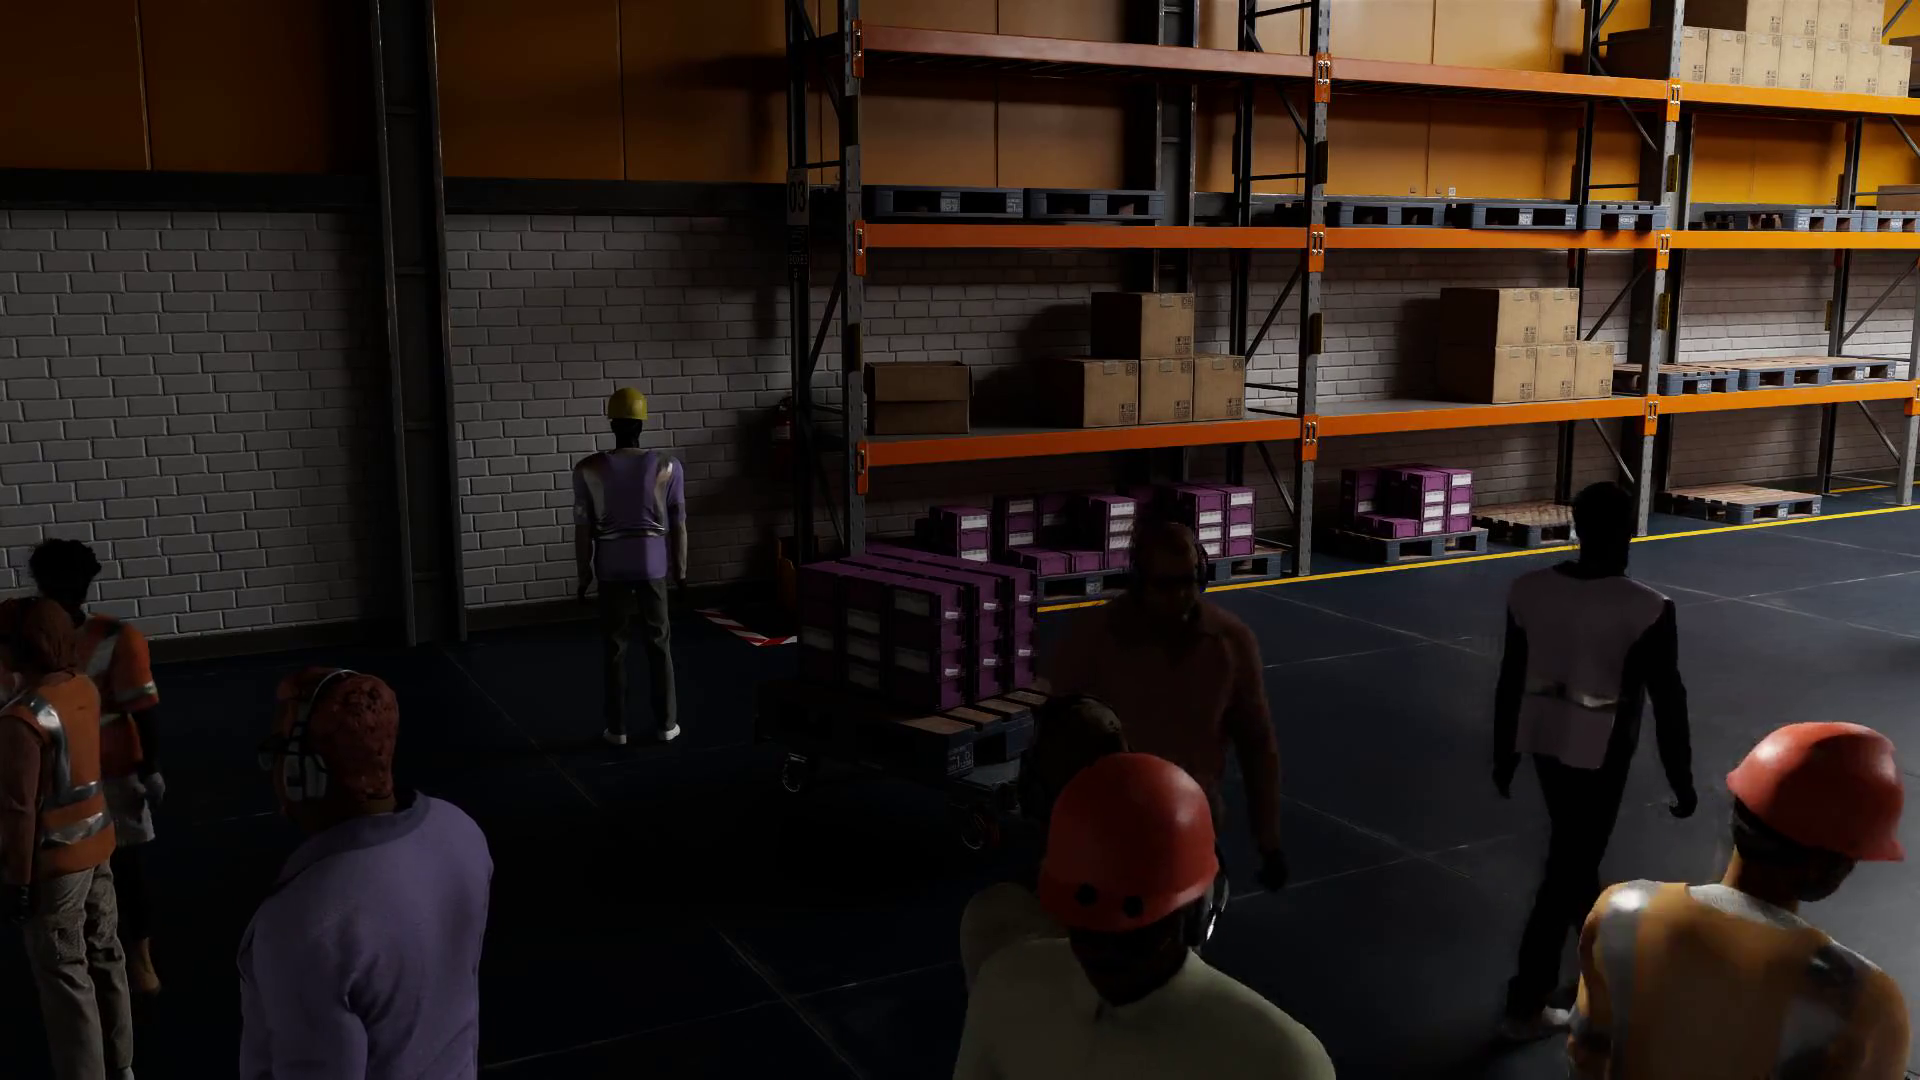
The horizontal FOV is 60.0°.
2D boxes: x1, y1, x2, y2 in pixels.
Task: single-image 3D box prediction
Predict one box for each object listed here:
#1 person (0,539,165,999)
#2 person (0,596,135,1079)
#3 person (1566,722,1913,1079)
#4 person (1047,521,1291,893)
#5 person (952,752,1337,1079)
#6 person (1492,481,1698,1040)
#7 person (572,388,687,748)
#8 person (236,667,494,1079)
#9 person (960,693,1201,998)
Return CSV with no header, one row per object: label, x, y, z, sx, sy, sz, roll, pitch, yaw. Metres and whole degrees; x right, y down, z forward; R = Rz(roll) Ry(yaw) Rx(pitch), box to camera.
person,-3.095,0.816,5.818,0.631,1.678,0.339,1,10,6
person,-2.722,0.972,5.030,0.311,1.633,0.518,-1,10,-5
person,1.321,1.233,2.819,0.667,1.893,0.666,-9,13,-42
person,0.618,0.869,4.916,0.676,1.865,0.797,-3,10,-18
person,0.192,1.263,2.428,0.610,1.947,0.952,8,13,40
person,2.203,0.733,5.717,0.986,1.865,0.621,-6,12,-33
person,-1.760,0.149,8.911,0.593,1.925,0.384,-2,10,-14
person,-1.111,1.169,3.103,0.403,1.905,0.651,2,10,9
person,0.217,1.189,3.161,0.509,1.846,0.342,-5,11,-28
